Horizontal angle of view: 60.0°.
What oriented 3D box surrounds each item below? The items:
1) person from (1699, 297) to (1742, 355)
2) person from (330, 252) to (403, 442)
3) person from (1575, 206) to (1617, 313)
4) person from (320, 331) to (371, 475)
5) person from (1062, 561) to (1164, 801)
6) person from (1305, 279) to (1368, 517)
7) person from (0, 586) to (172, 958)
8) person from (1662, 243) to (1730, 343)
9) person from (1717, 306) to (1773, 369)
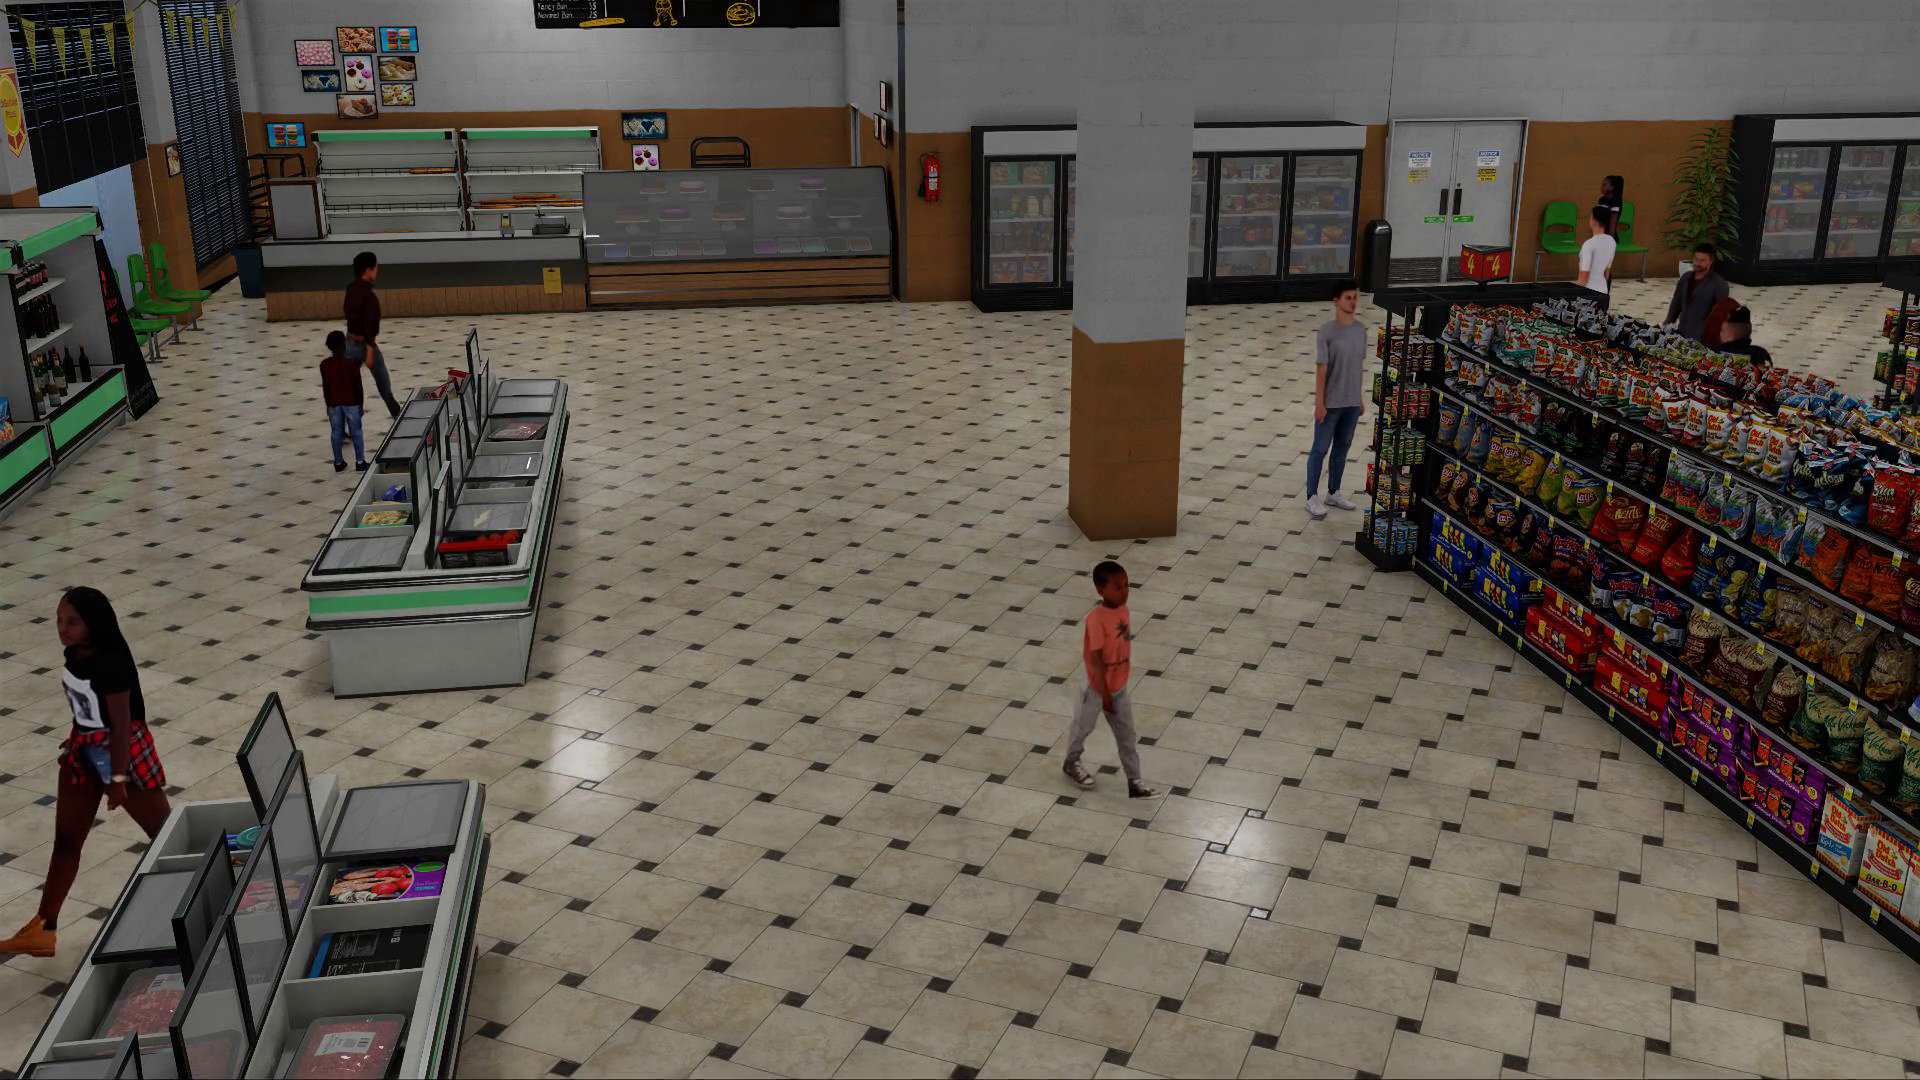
[{"bbox_3d":[5.940,-1.041,13.174,0.724,1.789,0.680,17,25,41],"label":"person"},{"bbox_3d":[-5.584,-1.730,15.325,1.215,1.721,1.216,15,24,37],"label":"person"},{"bbox_3d":[6.772,-2.639,17.819,0.752,1.851,0.717,-13,23,-34],"label":"person"},{"bbox_3d":[-5.370,-1.200,14.483,0.507,1.254,0.501,-1,19,-4],"label":"person"},{"bbox_3d":[0.702,0.734,8.711,0.743,1.278,0.950,-14,23,-36],"label":"person"},{"bbox_3d":[3.031,-1.148,13.340,0.748,1.887,0.707,-12,22,-32],"label":"person"},{"bbox_3d":[-3.615,0.995,7.308,1.124,1.680,1.161,15,23,37],"label":"person"},{"bbox_3d":[6.896,-1.837,15.460,0.820,1.838,0.862,-4,19,-11],"label":"person"},{"bbox_3d":[5.813,-0.781,12.338,0.856,1.831,1.124,-5,19,-14],"label":"person"}]
